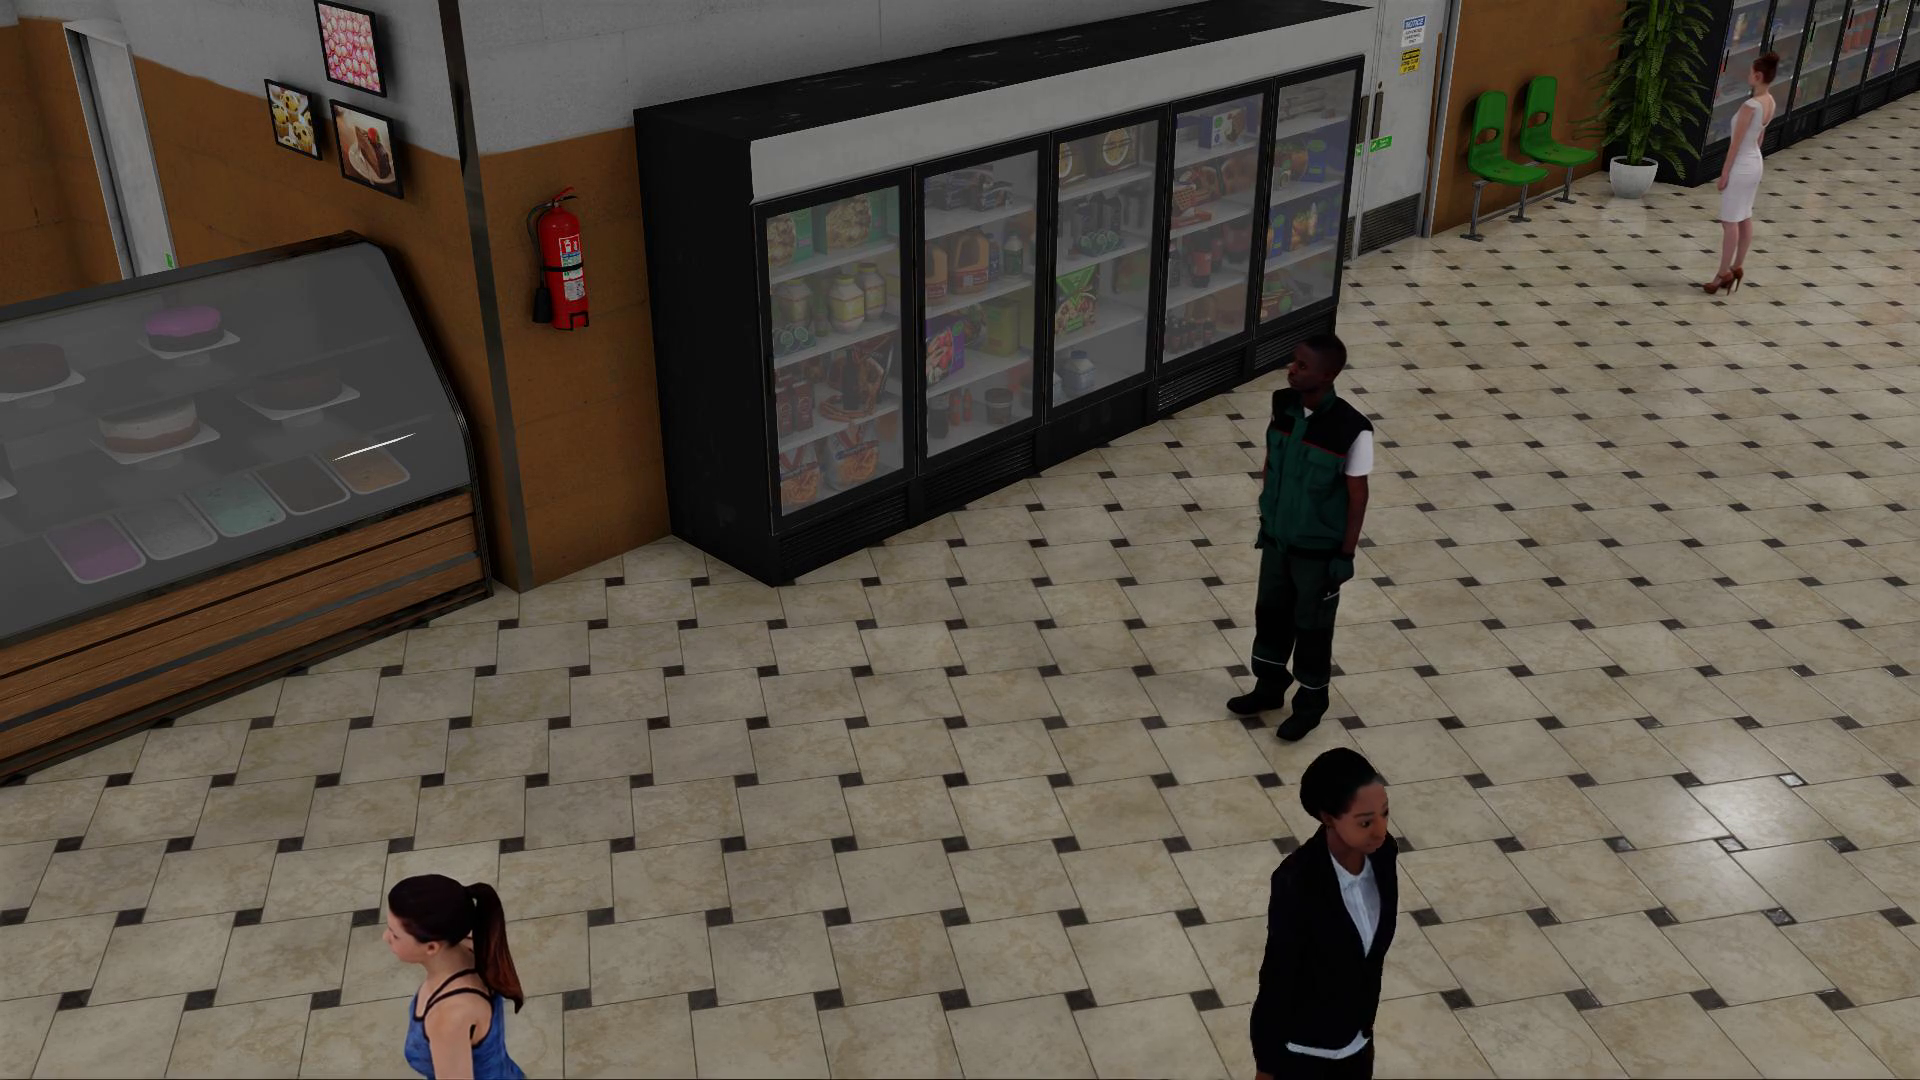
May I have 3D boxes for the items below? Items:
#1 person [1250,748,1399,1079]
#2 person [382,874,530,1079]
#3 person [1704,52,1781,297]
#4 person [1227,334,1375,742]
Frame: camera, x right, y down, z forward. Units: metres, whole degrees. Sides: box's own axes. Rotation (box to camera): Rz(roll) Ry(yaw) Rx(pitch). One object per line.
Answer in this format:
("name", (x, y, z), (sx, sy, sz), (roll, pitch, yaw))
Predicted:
("person", (0.877, 1.305, 4.444), (0.712, 1.820, 0.939), (-17, 31, -30))
("person", (-1.213, 1.507, 4.284), (0.715, 1.604, 0.640), (-2, 27, -5))
("person", (5.851, -2.721, 12.409), (0.569, 1.795, 0.509), (-21, 34, -36))
("person", (1.459, -0.013, 7.023), (0.764, 1.838, 0.579), (-19, 33, -33))
